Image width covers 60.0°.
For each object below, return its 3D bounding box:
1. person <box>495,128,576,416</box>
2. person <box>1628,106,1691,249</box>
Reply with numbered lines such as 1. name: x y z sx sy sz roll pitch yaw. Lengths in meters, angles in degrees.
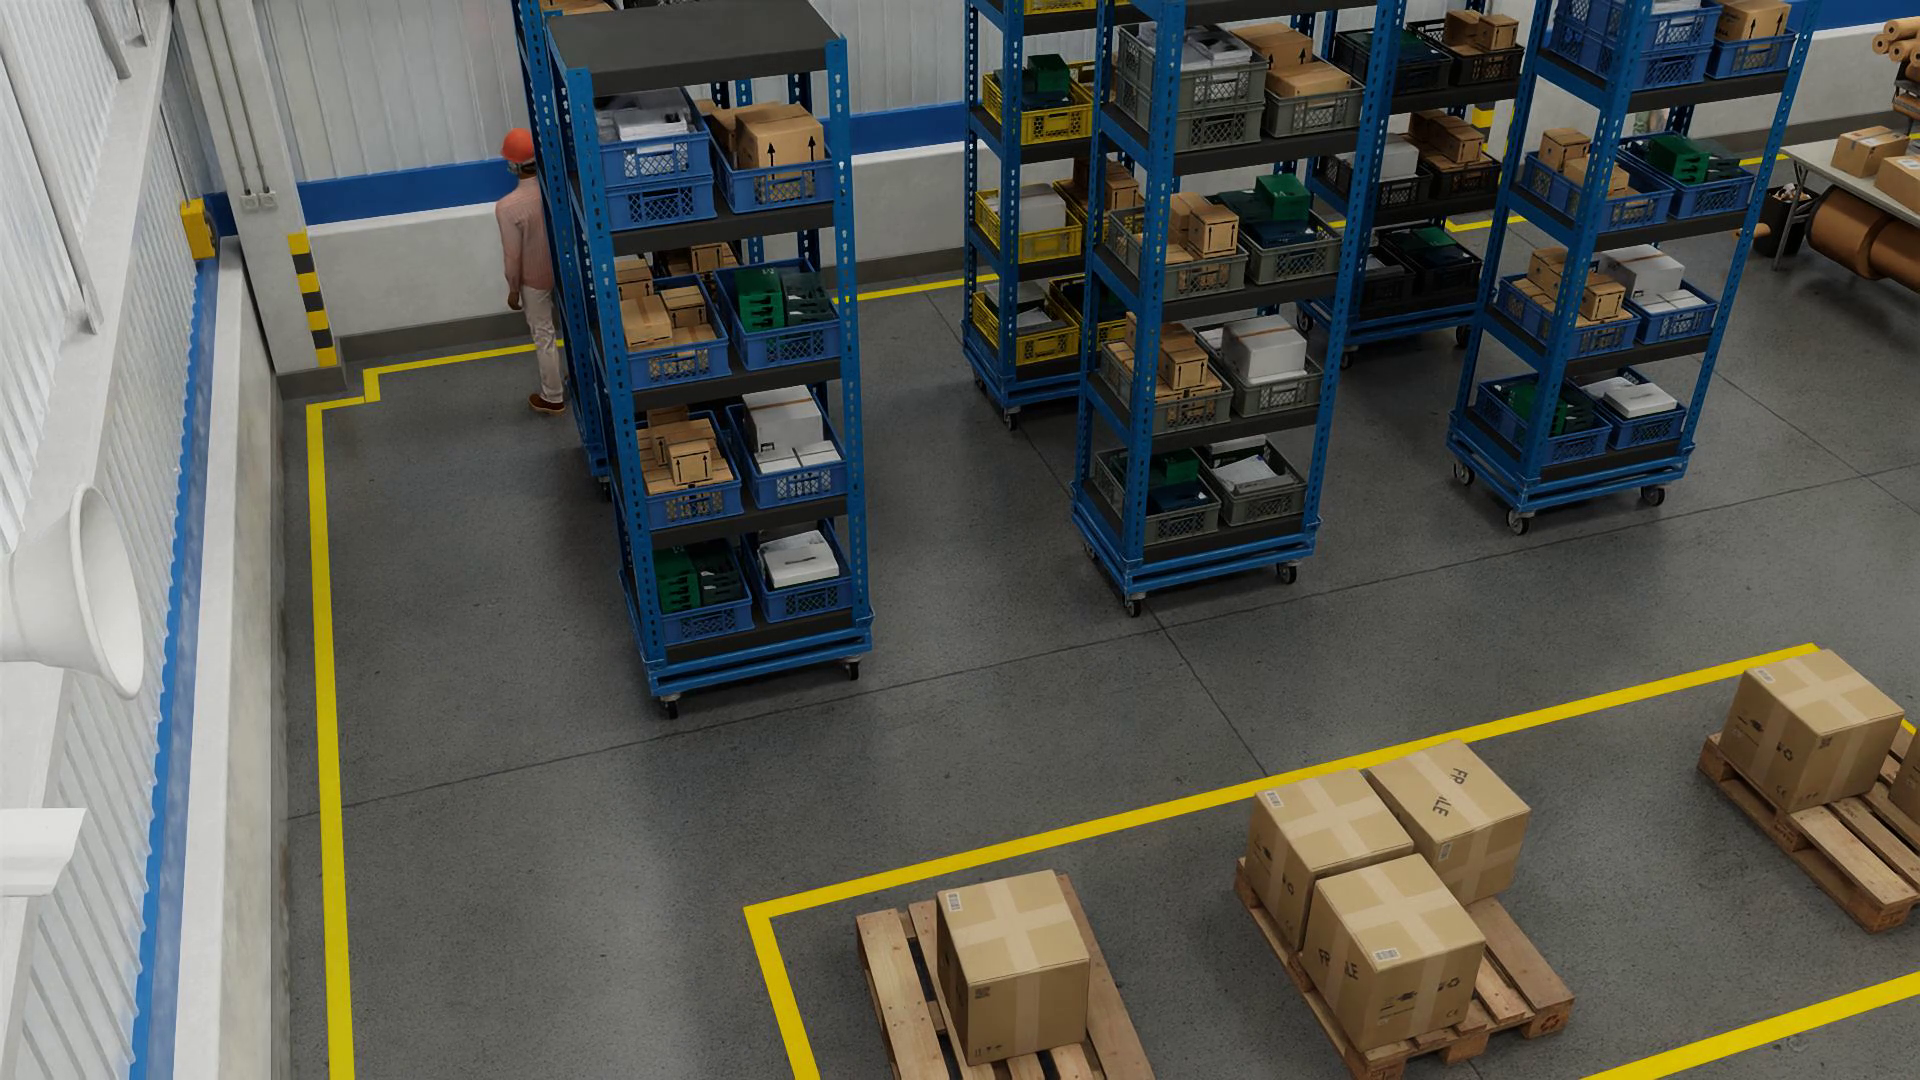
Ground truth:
1. person: -2.769 -1.780 11.069 0.376 1.997 0.613 24 42 30
2. person: 5.515 -3.072 13.216 0.519 1.632 0.312 -10 36 -14
